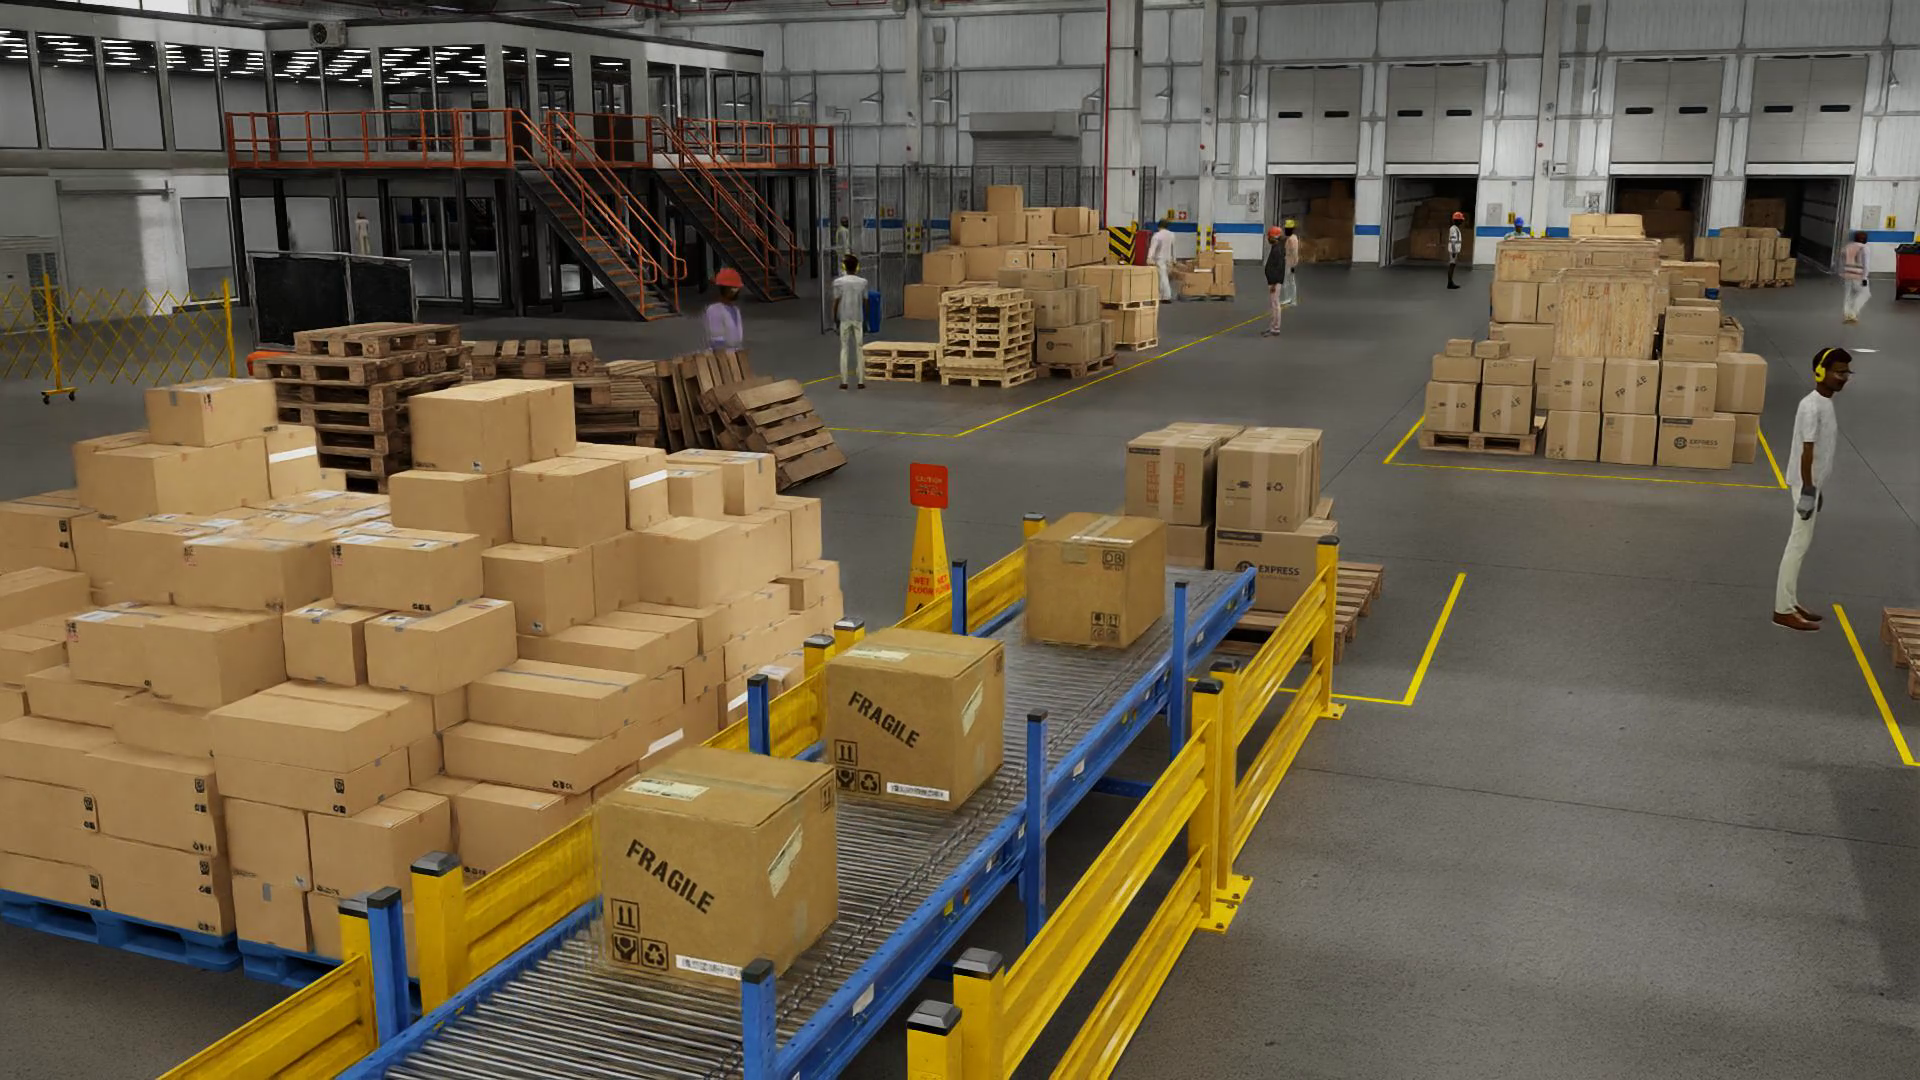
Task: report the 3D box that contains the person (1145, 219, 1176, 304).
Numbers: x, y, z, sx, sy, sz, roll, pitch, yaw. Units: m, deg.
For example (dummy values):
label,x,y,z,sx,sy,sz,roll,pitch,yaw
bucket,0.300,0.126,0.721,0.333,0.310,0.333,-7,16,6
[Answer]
label,x,y,z,sx,sy,sz,roll,pitch,yaw
person,4.521,-6.335,37.827,0.738,1.884,0.948,-10,16,-39

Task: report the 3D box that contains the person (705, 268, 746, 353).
label,x,y,z,sx,sy,sz,roll,pitch,yaw
person,-2.510,-1.844,17.439,0.933,2.018,0.606,6,14,24

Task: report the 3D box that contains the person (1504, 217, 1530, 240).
label,x,y,z,sx,sy,sz,roll,pitch,yaw
person,12.544,-6.291,37.511,0.617,1.946,0.393,0,13,0

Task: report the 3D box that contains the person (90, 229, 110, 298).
label,x,y,z,sx,sy,sz,roll,pitch,yaw
person,-20.095,-6.577,38.902,0.658,1.887,0.682,-4,13,-19

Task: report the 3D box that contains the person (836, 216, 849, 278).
label,x,y,z,sx,sy,sz,roll,pitch,yaw
person,-2.918,-7.262,42.117,0.429,1.839,0.634,-3,13,-13

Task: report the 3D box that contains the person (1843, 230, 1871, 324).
label,x,y,z,sx,sy,sz,roll,pitch,yaw
person,17.620,-5.153,32.677,0.459,1.826,0.665,-3,13,-12

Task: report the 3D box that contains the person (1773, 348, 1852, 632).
label,x,y,z,sx,sy,sz,roll,pitch,yaw
person,5.645,-0.339,11.009,0.327,1.865,0.514,8,15,32

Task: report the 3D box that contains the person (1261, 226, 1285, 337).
label,x,y,z,sx,sy,sz,roll,pitch,yaw
person,5.696,-4.682,30.191,0.381,1.994,0.613,2,13,7

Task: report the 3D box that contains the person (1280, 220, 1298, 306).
label,x,y,z,sx,sy,sz,roll,pitch,yaw
person,7.261,-6.148,36.954,0.586,1.903,0.602,3,13,14

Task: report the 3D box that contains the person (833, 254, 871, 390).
label,x,y,z,sx,sy,sz,roll,pitch,yaw
person,-1.499,-3.000,22.962,0.516,1.860,0.326,-1,13,-5

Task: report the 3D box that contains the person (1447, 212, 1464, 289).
label,x,y,z,sx,sy,sz,roll,pitch,yaw
person,12.638,-7.383,42.434,0.357,1.938,0.543,5,13,21
